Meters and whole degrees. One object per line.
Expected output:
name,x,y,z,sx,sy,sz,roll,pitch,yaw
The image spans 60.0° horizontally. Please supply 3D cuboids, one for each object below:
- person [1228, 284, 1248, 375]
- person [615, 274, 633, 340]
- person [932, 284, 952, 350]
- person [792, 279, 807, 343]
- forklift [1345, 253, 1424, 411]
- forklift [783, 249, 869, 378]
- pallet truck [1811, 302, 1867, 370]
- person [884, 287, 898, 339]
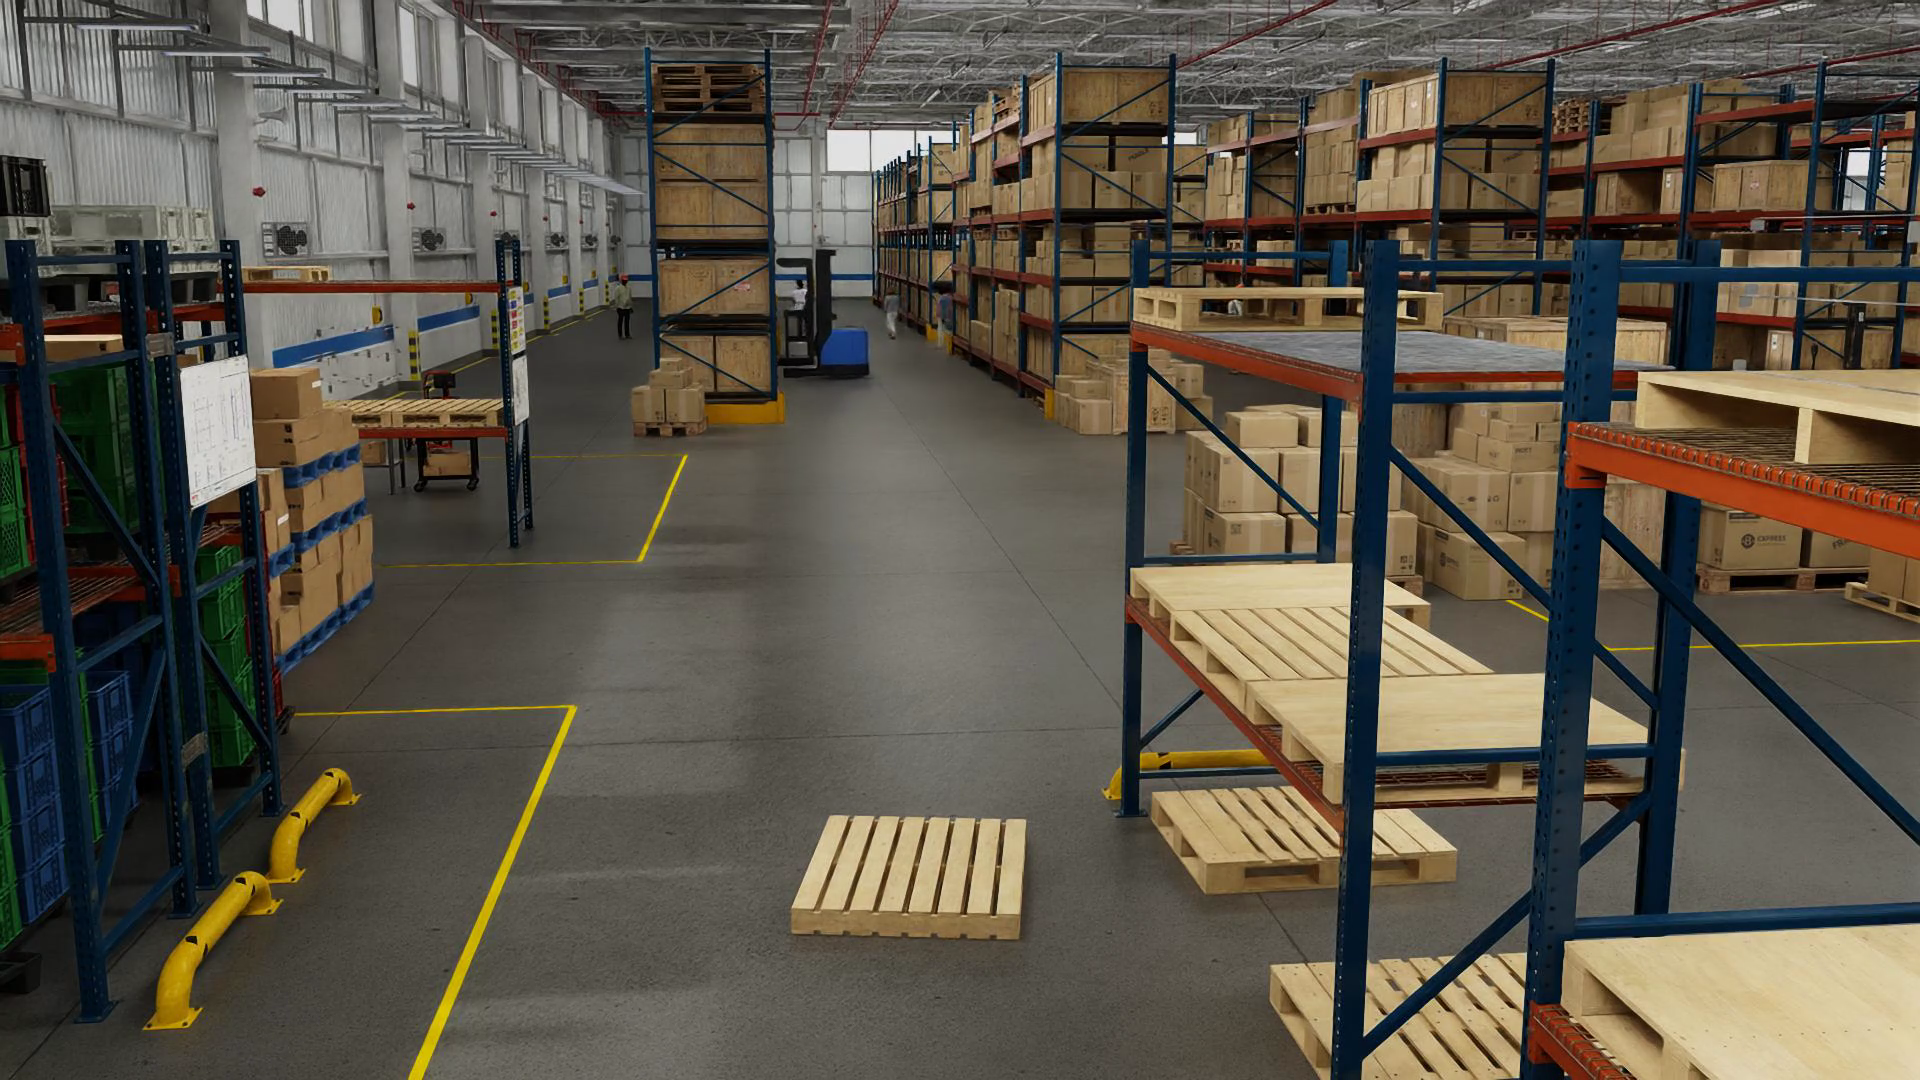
person,6.323,-4.746,37.551,0.616,2.041,0.379,-7,12,-32
person,-10.255,-7.111,50.788,0.376,1.995,0.612,8,13,39
person,-0.413,-6.190,46.164,0.648,1.824,0.632,0,10,1
person,-4.633,-6.767,49.178,0.627,1.885,0.732,5,11,27
forklift,6.538,-2.975,25.420,1.129,2.768,1.873,4,11,19
forklift,-2.985,-5.013,36.710,1.873,2.768,1.129,-1,10,-6
pallet truck,15.846,-3.142,28.793,1.885,1.965,0.823,2,10,12
person,-2.104,-6.935,50.873,0.509,1.621,0.388,-5,11,-27
